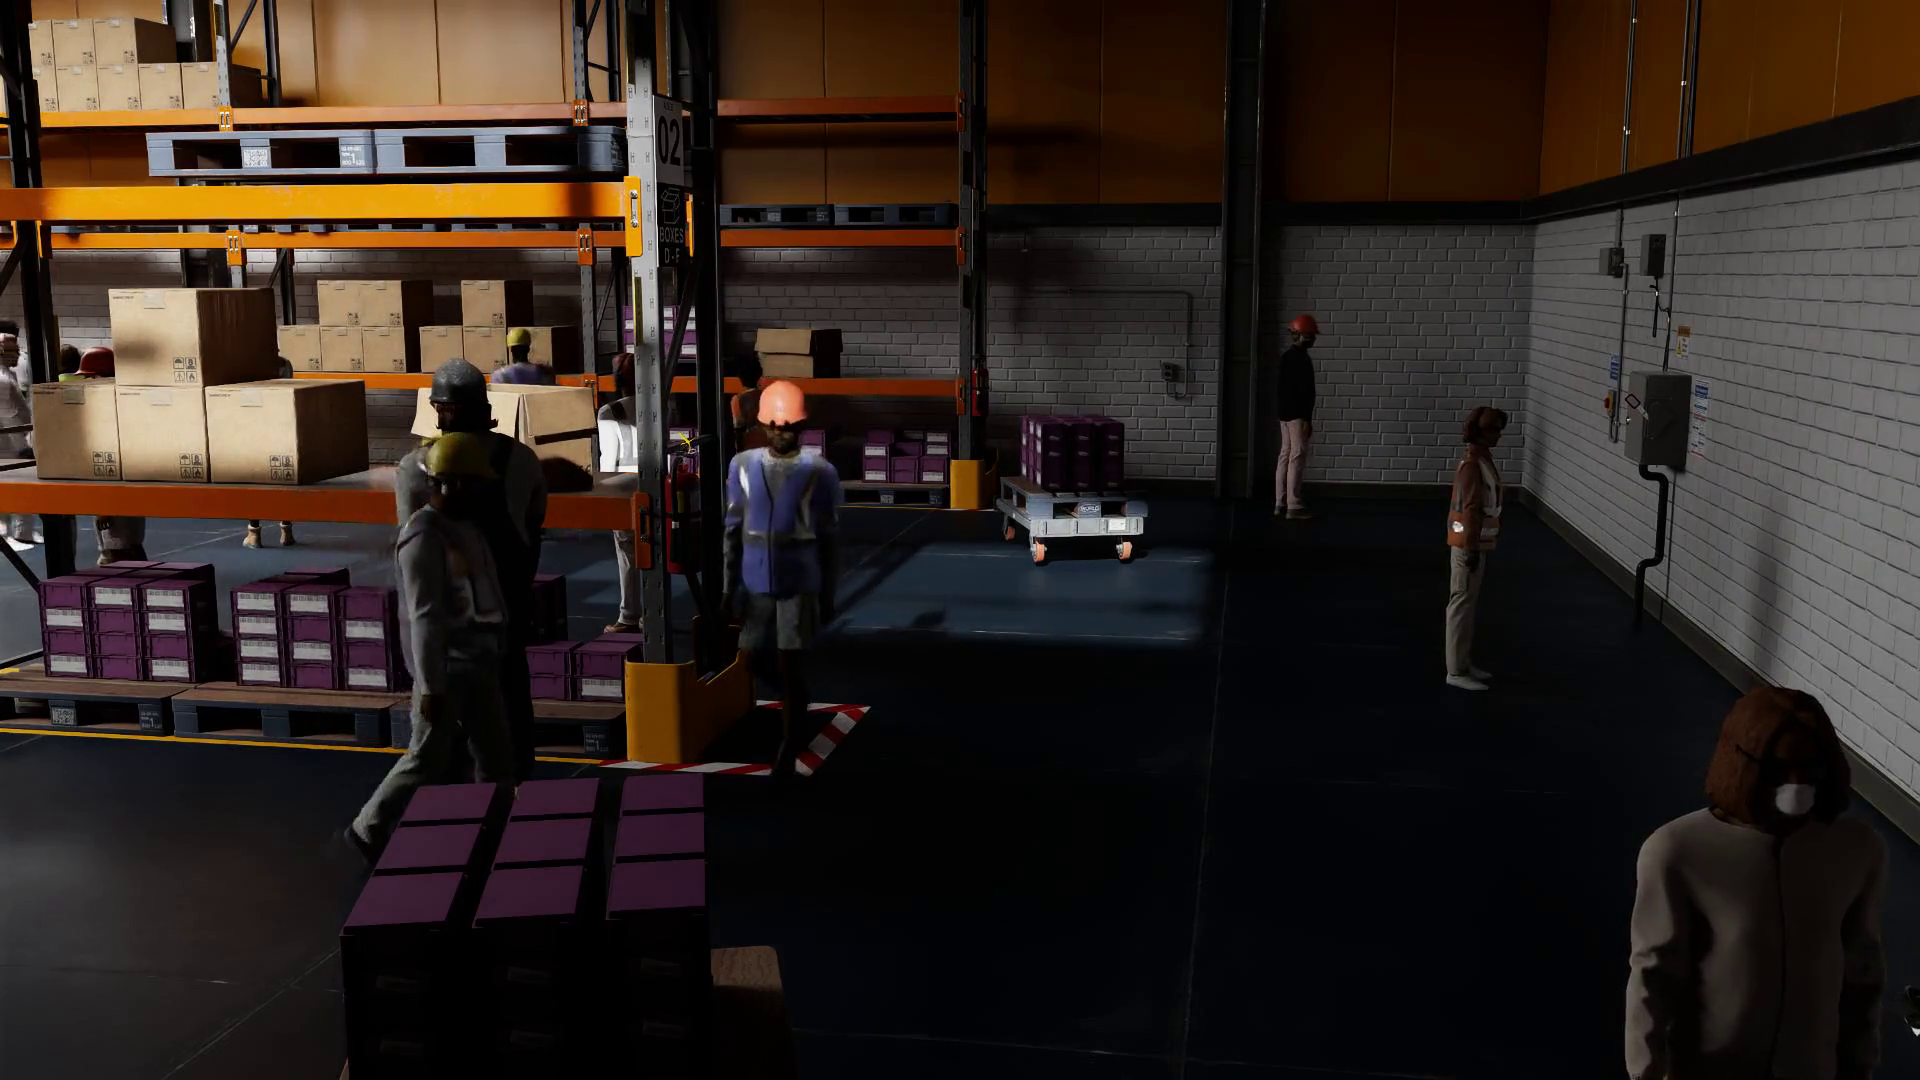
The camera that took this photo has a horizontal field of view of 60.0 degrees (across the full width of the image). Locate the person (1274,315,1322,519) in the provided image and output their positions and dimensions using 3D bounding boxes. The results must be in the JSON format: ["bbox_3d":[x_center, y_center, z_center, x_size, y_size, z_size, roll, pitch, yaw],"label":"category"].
[{"bbox_3d":[3.325,-1.207,16.323,0.400,1.989,0.623,-2,9,-11],"label":"person"}]

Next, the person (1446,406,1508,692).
[{"bbox_3d":[2.988,0.043,9.673,0.314,1.636,0.515,4,10,24],"label":"person"}]

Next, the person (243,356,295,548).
[{"bbox_3d":[-6.121,-0.946,14.546,0.606,2.044,0.374,-6,11,-32],"label":"person"}]

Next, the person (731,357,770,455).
[{"bbox_3d":[-1.859,-0.803,14.854,0.540,1.652,0.840,-8,12,-41],"label":"person"}]

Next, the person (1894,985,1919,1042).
[{"bbox_3d":[1.084,1.248,1.796,0.325,1.767,0.532,2,9,11],"label":"person"}]

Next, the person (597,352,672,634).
[{"bbox_3d":[-2.149,-0.291,10.974,0.356,1.884,0.574,7,12,38],"label":"person"}]

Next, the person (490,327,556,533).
[{"bbox_3d":[-3.942,-0.956,14.991,0.611,1.912,0.500,-5,11,-30],"label":"person"}]

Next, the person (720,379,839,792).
[{"bbox_3d":[-0.826,0.183,7.947,0.549,1.915,0.795,2,9,13],"label":"person"}]

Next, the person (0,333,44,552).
[{"bbox_3d":[-8.128,-0.840,14.375,0.605,1.888,0.658,-5,10,-29],"label":"person"}]

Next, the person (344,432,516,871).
[{"bbox_3d":[-2.043,0.476,6.482,0.823,1.800,0.624,1,9,6],"label":"person"}]

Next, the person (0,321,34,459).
[{"bbox_3d":[-9.497,-1.254,16.836,0.389,1.931,0.862,-6,11,-31],"label":"person"}]

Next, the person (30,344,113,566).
[{"bbox_3d":[-7.123,-0.655,13.402,0.629,1.837,0.429,-8,12,-40],"label":"person"}]

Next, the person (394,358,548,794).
[{"bbox_3d":[-2.195,0.215,7.352,0.537,2.000,0.682,9,13,44],"label":"person"}]

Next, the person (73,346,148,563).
[{"bbox_3d":[-5.466,-0.281,10.746,0.376,1.935,0.550,-1,9,-7],"label":"person"}]

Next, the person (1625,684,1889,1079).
[{"bbox_3d":[1.565,1.076,3.301,0.508,1.625,0.288,0,9,-2],"label":"person"}]
